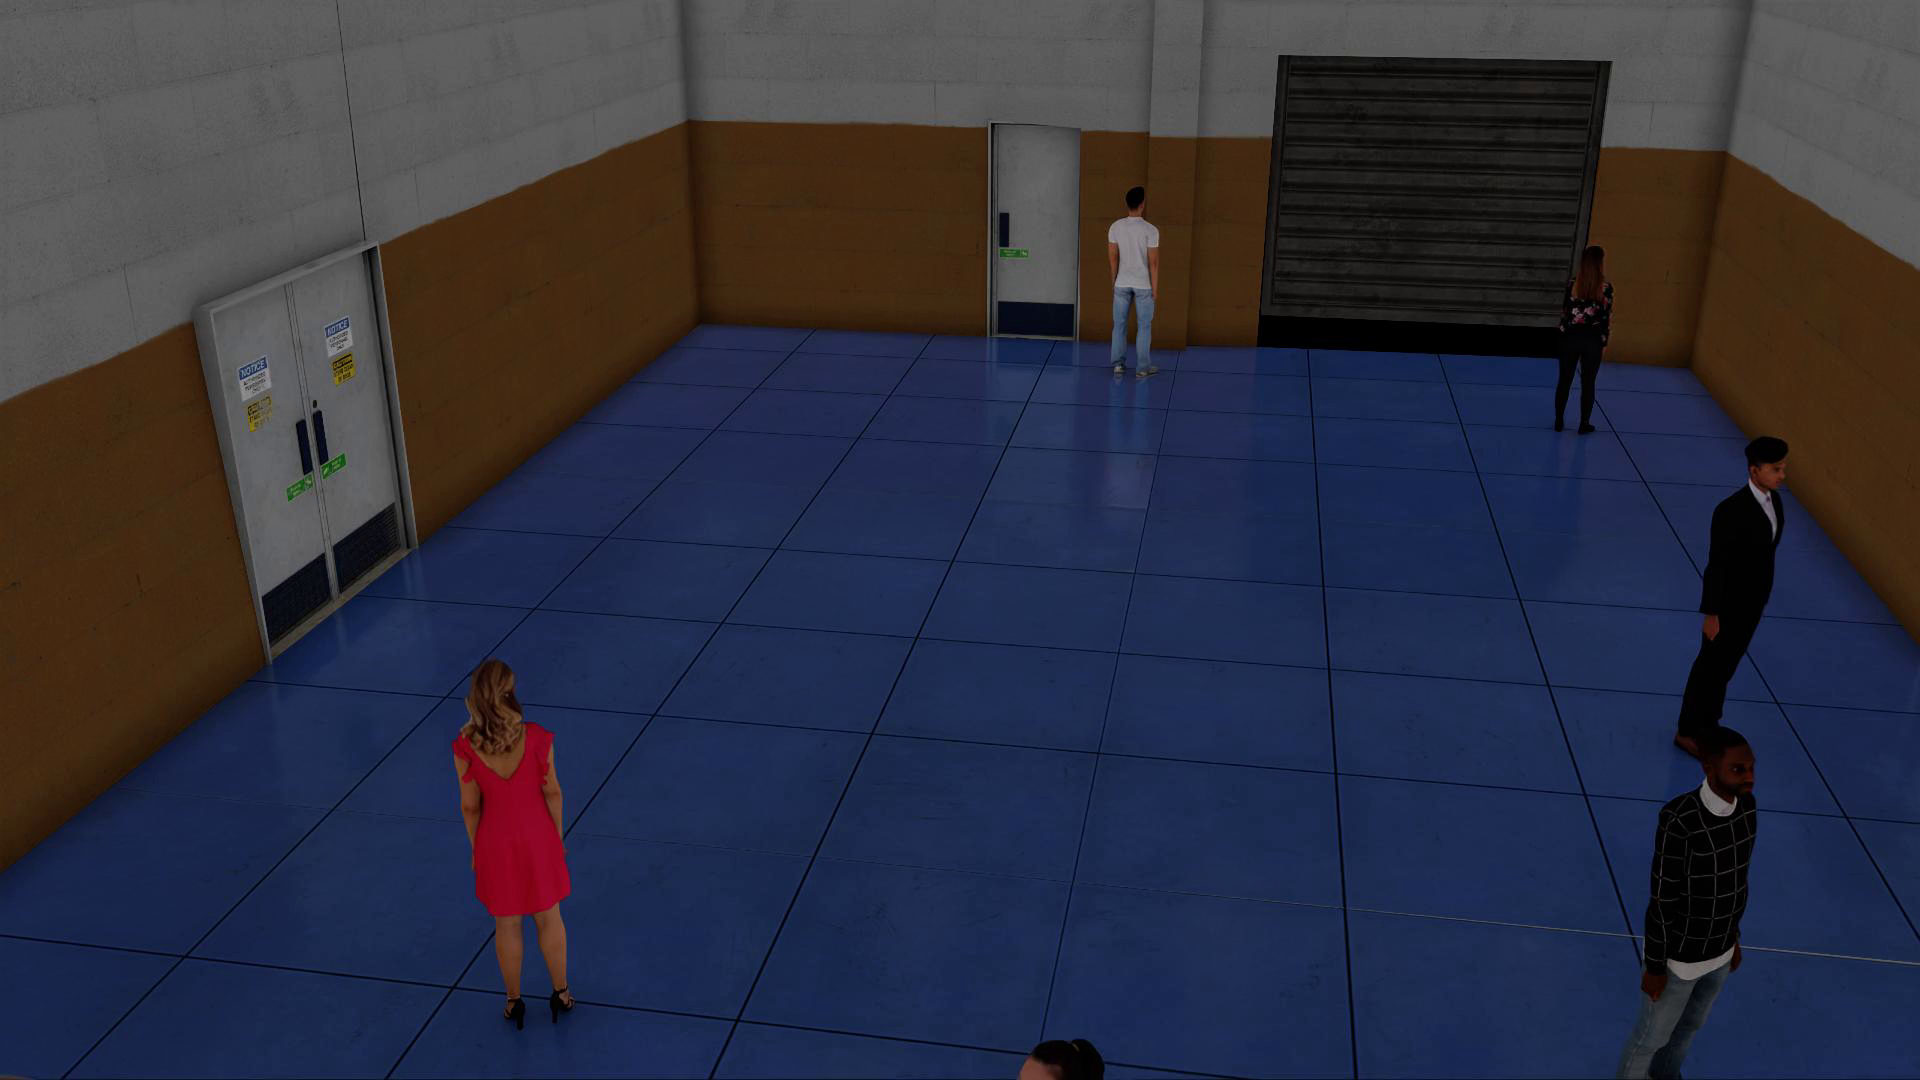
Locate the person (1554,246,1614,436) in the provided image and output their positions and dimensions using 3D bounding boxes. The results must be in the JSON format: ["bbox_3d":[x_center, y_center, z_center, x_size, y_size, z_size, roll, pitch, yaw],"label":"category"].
[{"bbox_3d":[5.495,-1.764,14.687,0.580,1.683,0.703,14,26,31],"label":"person"}]

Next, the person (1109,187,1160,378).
[{"bbox_3d":[1.713,-2.535,16.358,0.609,1.867,0.792,10,24,24],"label":"person"}]

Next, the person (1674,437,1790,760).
[{"bbox_3d":[4.310,0.310,9.262,0.763,1.878,0.807,-16,27,-35],"label":"person"}]

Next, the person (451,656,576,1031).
[{"bbox_3d":[-1.875,1.290,7.025,0.585,1.728,0.703,-4,22,-9],"label":"person"}]

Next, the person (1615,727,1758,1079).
[{"bbox_3d":[2.764,1.517,6.335,0.720,1.821,0.801,-12,25,-28],"label":"person"}]
